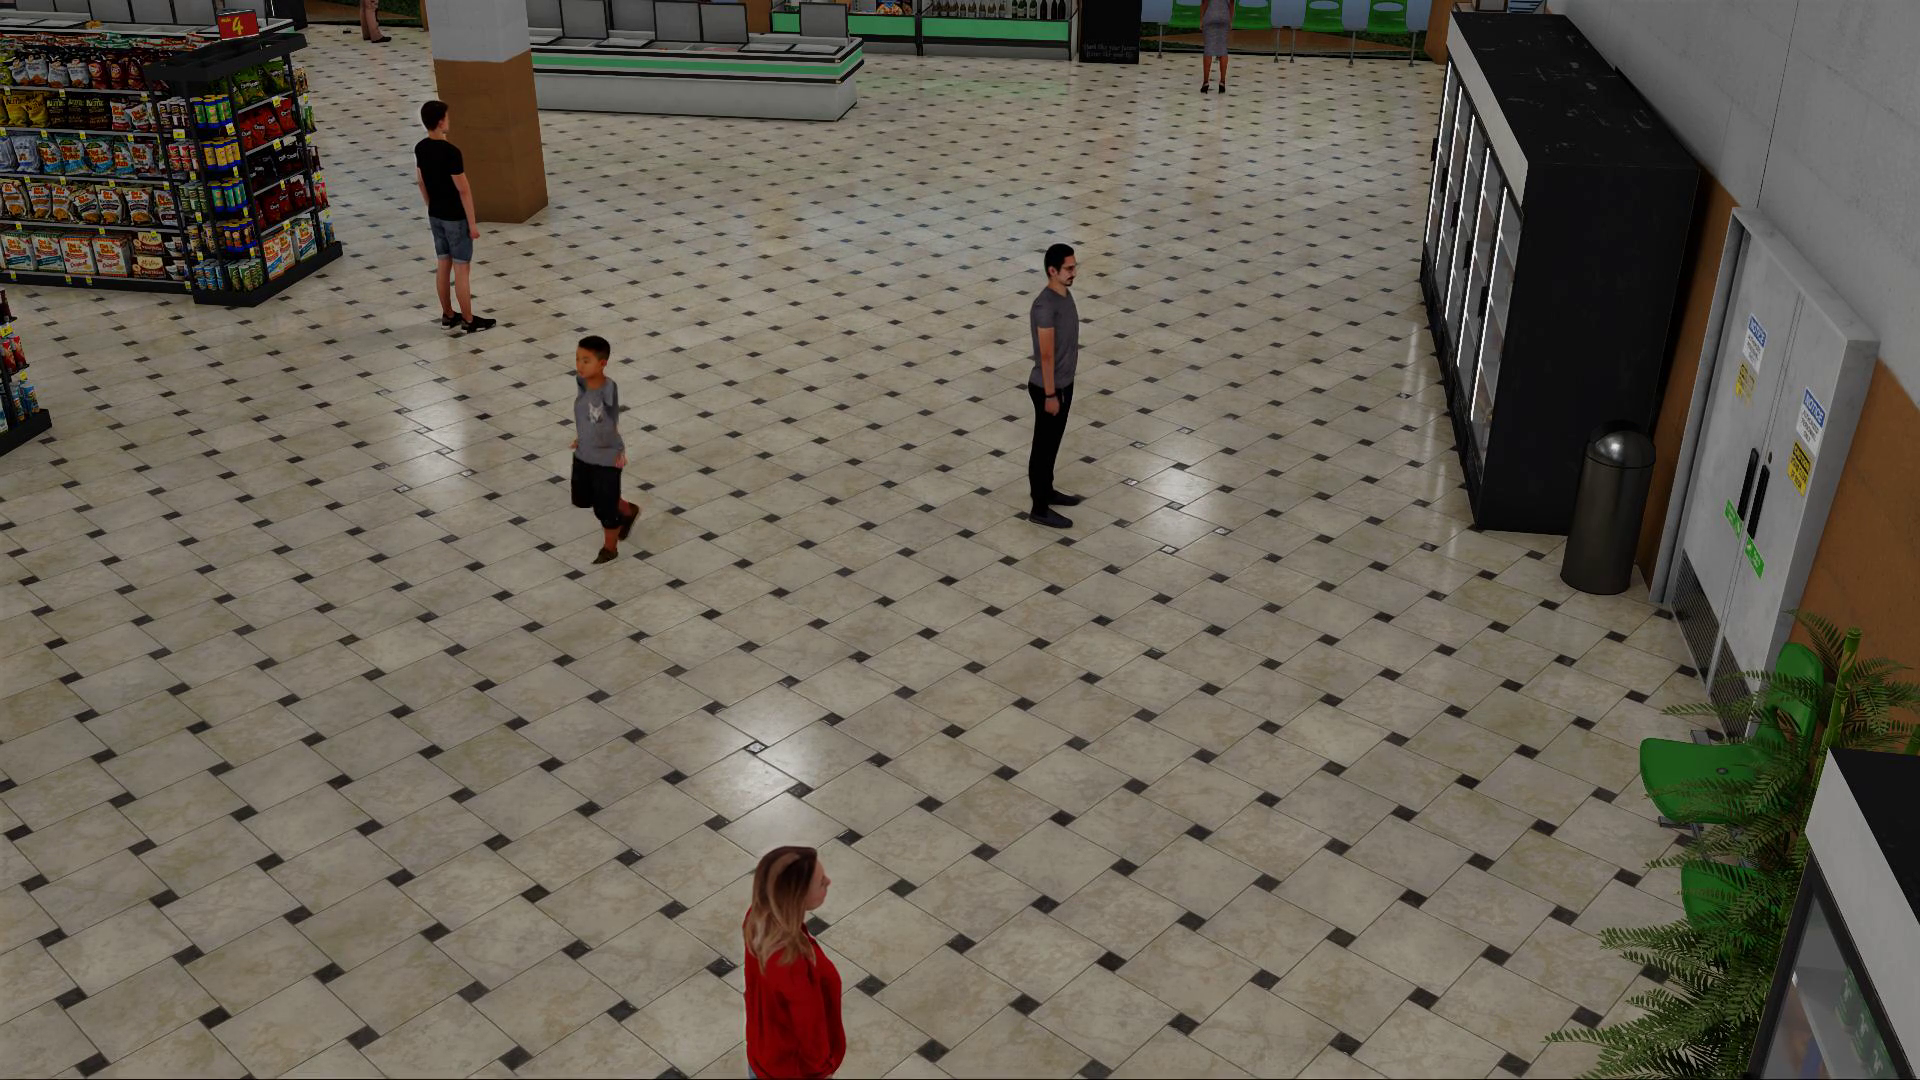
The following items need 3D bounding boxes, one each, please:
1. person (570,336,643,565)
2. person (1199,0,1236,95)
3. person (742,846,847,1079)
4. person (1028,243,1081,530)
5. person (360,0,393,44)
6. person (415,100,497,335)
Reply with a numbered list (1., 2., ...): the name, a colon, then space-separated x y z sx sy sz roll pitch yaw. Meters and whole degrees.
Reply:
1. person: -2.085 -0.586 9.790 0.800 1.450 0.799 16 31 29
2. person: 3.304 -6.666 21.413 0.503 1.781 0.680 1 27 1
3. person: -0.517 1.643 5.114 0.716 1.703 0.683 -14 30 -26
4. person: 0.565 -0.967 10.204 0.540 1.754 0.619 6 27 11
5. person: -8.837 -8.372 24.710 0.832 1.841 0.754 -20 33 -34
6. person: -4.089 -2.578 13.279 0.645 1.846 0.804 17 31 29
